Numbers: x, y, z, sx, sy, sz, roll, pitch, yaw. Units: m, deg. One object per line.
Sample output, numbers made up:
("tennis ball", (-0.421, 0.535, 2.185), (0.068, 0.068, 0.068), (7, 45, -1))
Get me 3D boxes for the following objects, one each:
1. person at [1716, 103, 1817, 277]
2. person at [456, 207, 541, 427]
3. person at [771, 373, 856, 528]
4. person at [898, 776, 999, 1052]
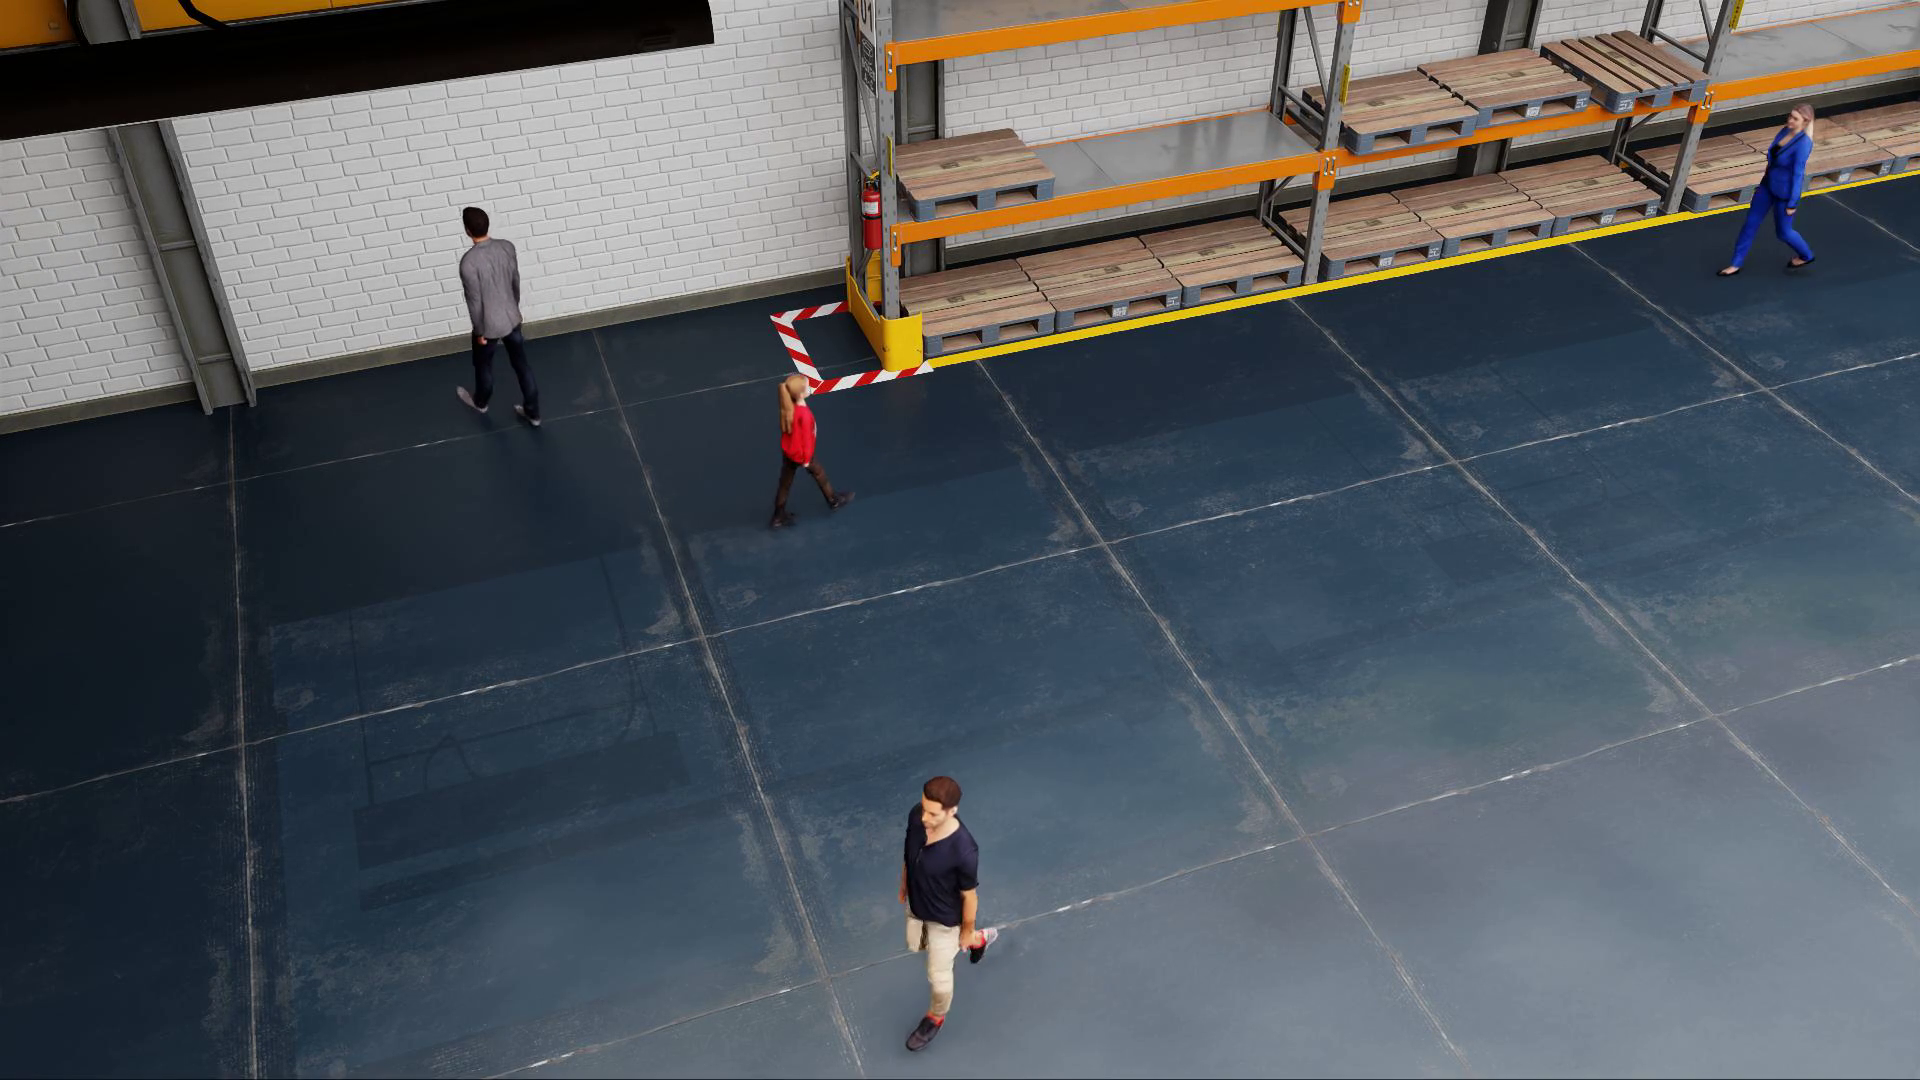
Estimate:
("person", (7.361, -3.070, 14.755), (1.146, 1.661, 0.817), (-4, 39, -5))
("person", (-3.527, -1.671, 12.861), (1.073, 1.841, 1.077), (25, 45, 28))
("person", (-1.211, -0.626, 12.024), (0.944, 1.251, 0.659), (-25, 45, -27))
("person", (-0.052, 1.821, 8.486), (1.049, 1.842, 0.853), (-28, 47, -31))
